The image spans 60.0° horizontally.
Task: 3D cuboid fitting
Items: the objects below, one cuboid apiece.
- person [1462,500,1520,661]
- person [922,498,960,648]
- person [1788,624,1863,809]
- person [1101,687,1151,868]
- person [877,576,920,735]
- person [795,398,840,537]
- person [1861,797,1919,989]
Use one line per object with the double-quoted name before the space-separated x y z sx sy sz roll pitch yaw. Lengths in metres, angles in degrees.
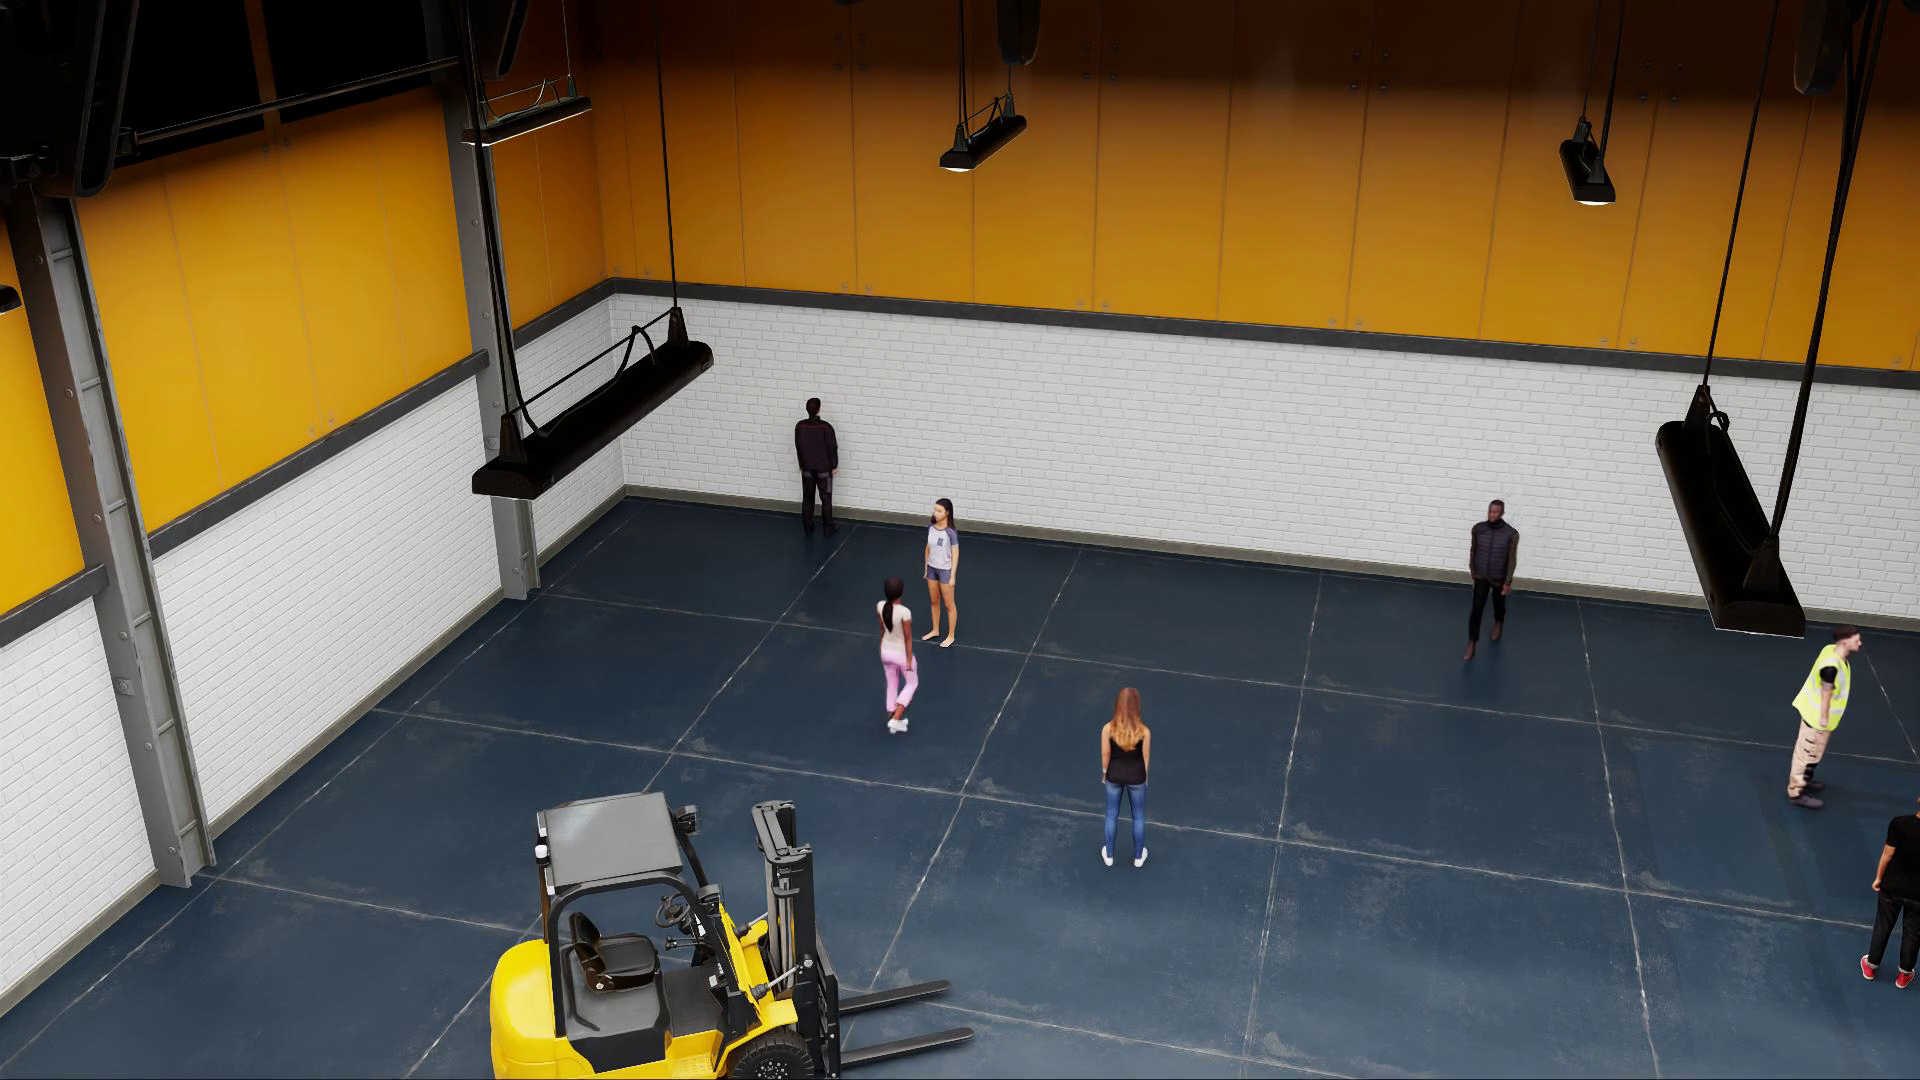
"person" 5.887 0.393 18.301 0.932 1.792 1.293 14 27 29
"person" -0.205 0.342 18.494 0.657 1.732 0.647 18 29 36
"person" 8.027 1.600 15.478 0.816 1.841 0.697 13 27 26
"person" 1.447 2.081 14.527 0.621 1.722 0.556 3 24 8
"person" -0.694 1.184 16.563 0.672 1.734 0.741 15 28 31
"person" -1.839 -0.942 21.298 0.710 1.839 0.550 6 24 13
"person" 7.446 2.706 13.052 0.688 1.758 0.639 13 27 27
